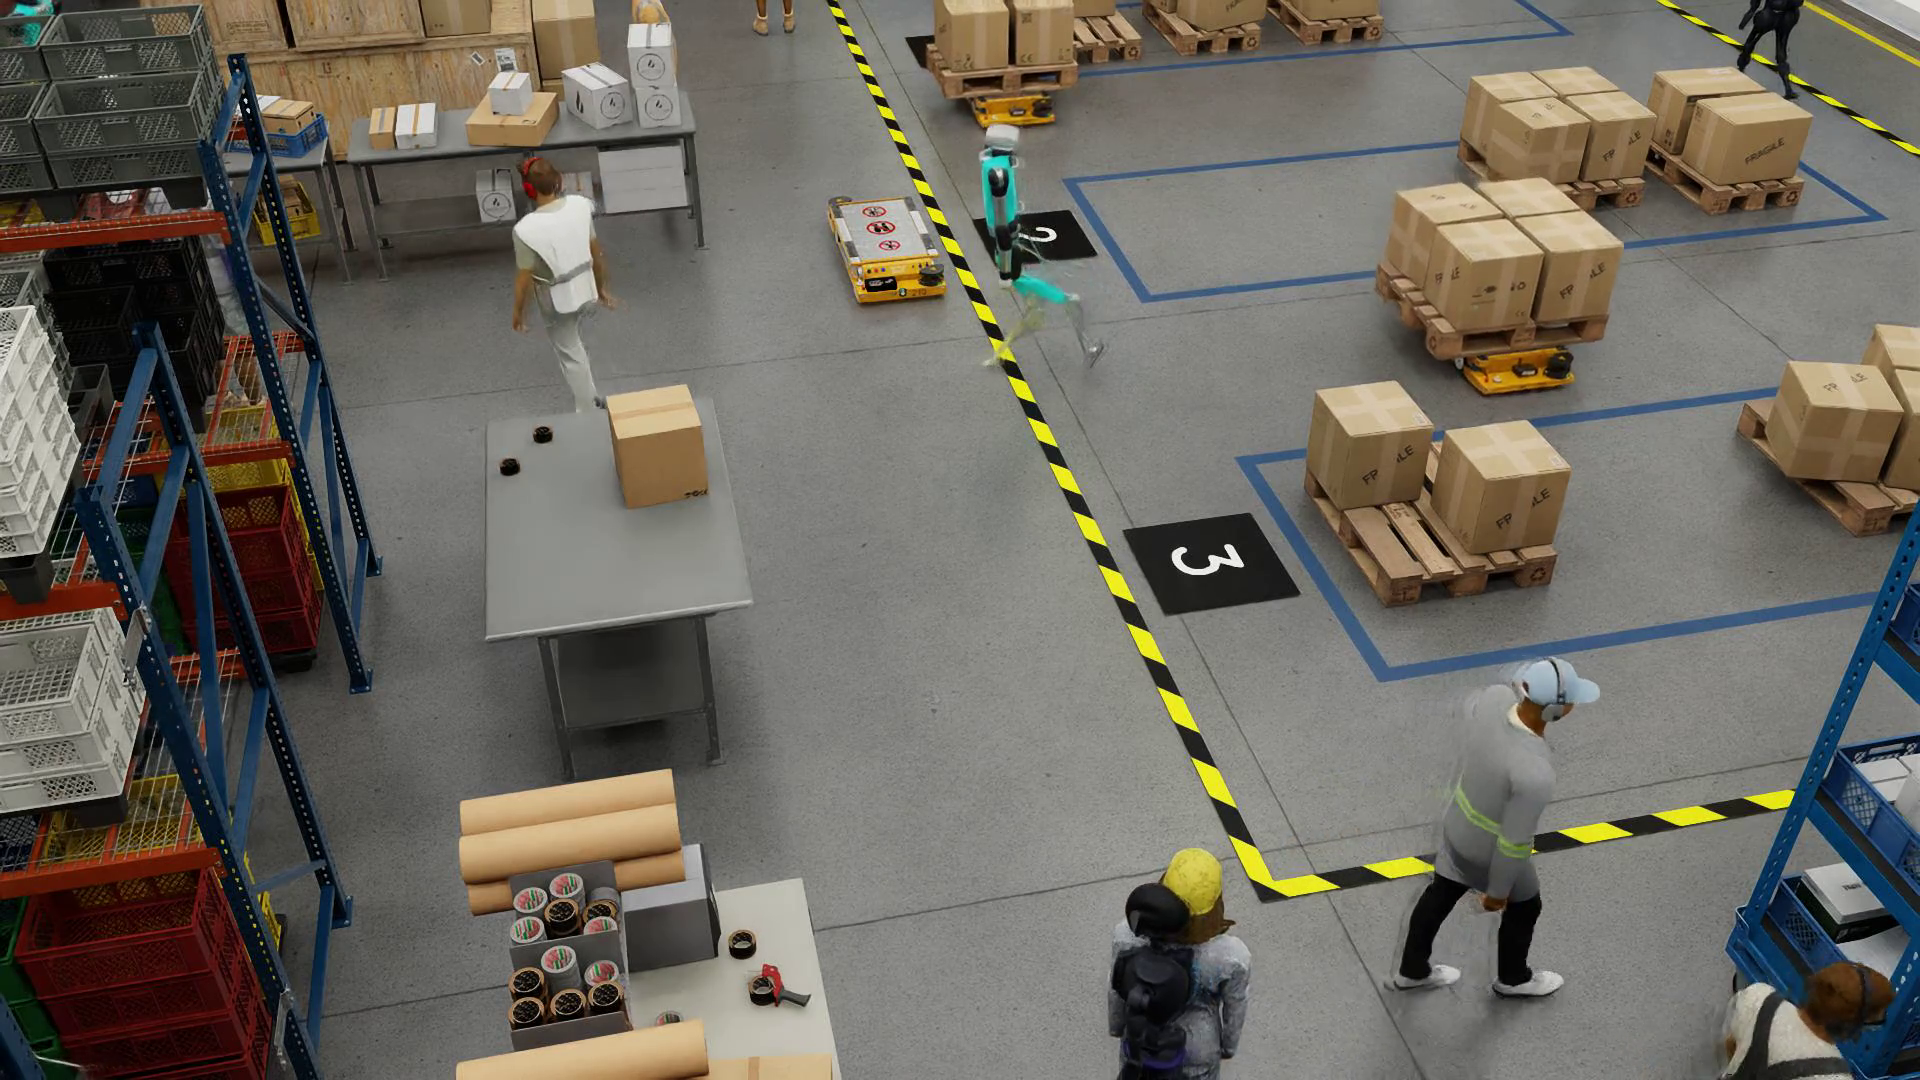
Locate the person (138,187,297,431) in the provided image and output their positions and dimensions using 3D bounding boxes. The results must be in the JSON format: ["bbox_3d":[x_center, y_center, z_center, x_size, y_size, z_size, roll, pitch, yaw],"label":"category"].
[{"bbox_3d":[-4.613,-1.621,10.248,0.607,2.044,0.392,15,39,19],"label":"person"}]

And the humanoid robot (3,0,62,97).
[{"bbox_3d":[-7.404,-3.545,13.115,0.938,1.783,0.544,8,37,11],"label":"humanoid robot"}]

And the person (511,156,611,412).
[{"bbox_3d":[-2.488,-1.493,10.259,0.562,1.821,0.592,20,41,25],"label":"person"}]

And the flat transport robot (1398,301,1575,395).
[{"bbox_3d":[3.613,-1.478,11.517,0.652,0.197,1.431,-8,37,-10],"label":"flat transport robot"}]

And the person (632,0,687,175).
[{"bbox_3d":[-2.357,-3.687,13.108,0.341,1.942,0.550,-10,38,-13],"label":"person"}]

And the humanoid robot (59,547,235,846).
[{"bbox_3d":[-3.630,0.702,7.424,0.377,1.647,0.590,-2,37,-2],"label":"humanoid robot"}]

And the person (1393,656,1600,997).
[{"bbox_3d":[2.236,1.174,6.676,0.818,1.821,0.587,-7,37,-9],"label":"person"}]

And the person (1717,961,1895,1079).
[{"bbox_3d":[2.770,1.987,5.605,0.977,1.786,0.506,-17,40,-21],"label":"person"}]

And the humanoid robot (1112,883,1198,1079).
[{"bbox_3d":[0.628,1.814,5.926,0.380,1.651,0.611,13,39,17],"label":"humanoid robot"}]

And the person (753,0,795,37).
[{"bbox_3d":[-1.861,-5.894,15.992,0.614,2.040,0.378,-10,38,-14],"label":"person"}]

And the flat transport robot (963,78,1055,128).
[{"bbox_3d":[0.359,-4.110,15.054,0.652,0.197,1.431,-8,37,-10],"label":"flat transport robot"}]

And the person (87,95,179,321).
[{"bbox_3d":[-5.745,-2.358,11.340,0.392,1.921,0.592,8,37,11],"label":"person"}]

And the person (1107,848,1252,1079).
[{"bbox_3d":[0.768,1.744,5.973,0.492,1.743,0.295,8,37,10],"label":"person"}]

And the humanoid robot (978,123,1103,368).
[{"bbox_3d":[0.587,-1.867,10.862,0.968,1.772,0.538,-1,37,-2],"label":"humanoid robot"}]

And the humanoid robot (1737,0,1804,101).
[{"bbox_3d":[7.288,-4.712,14.749,0.600,1.632,0.768,-14,39,-18],"label":"humanoid robot"}]

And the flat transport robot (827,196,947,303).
[{"bbox_3d":[-0.570,-2.220,12.538,0.659,0.231,1.431,-8,37,-10],"label":"flat transport robot"}]

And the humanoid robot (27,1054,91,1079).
[{"bbox_3d":[-3.330,1.946,5.726,0.890,1.769,0.539,-8,37,-10],"label":"humanoid robot"}]
